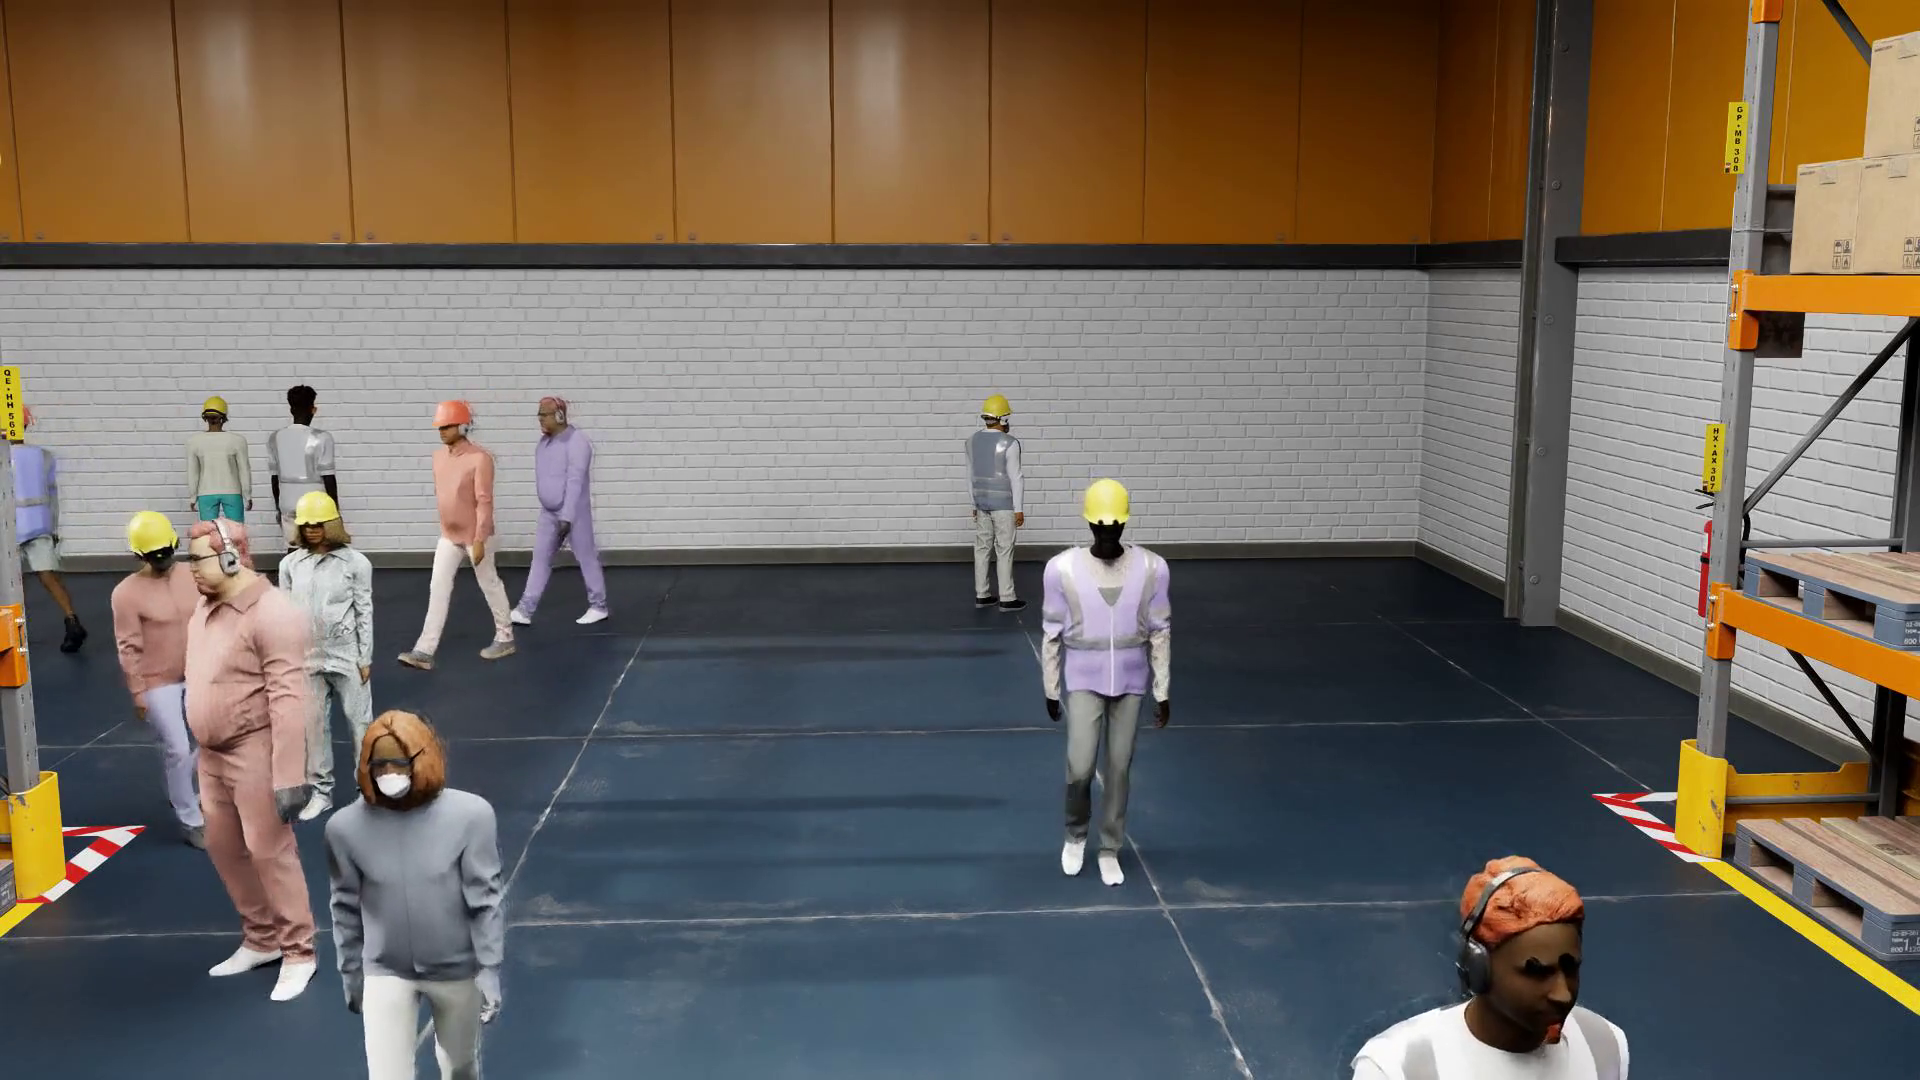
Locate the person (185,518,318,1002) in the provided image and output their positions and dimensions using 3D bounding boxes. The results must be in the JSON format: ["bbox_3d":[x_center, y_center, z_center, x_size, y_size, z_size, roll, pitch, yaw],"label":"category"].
[{"bbox_3d":[-2.815,0.863,6.580,0.727,1.892,0.406,7,11,36],"label":"person"}]

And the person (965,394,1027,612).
[{"bbox_3d":[0.320,-0.314,14.070,0.590,1.837,0.403,8,12,41],"label":"person"}]

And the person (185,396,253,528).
[{"bbox_3d":[-6.577,-0.395,14.799,0.533,1.767,0.326,-3,9,-16],"label":"person"}]

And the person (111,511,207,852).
[{"bbox_3d":[-3.822,0.690,8.094,0.400,1.721,0.578,5,10,27],"label":"person"}]

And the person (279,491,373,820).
[{"bbox_3d":[-3.273,0.606,8.612,0.482,1.737,0.345,0,9,1],"label":"person"}]

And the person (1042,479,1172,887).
[{"bbox_3d":[0.683,0.666,7.690,0.587,1.912,0.417,-1,9,-6],"label":"person"}]

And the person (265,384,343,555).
[{"bbox_3d":[-5.288,-0.275,13.449,0.608,1.958,0.365,3,9,16],"label":"person"}]

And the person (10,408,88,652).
[{"bbox_3d":[-6.978,-0.088,12.483,0.944,1.905,0.556,5,10,30],"label":"person"}]

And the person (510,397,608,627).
[{"bbox_3d":[-3.255,-0.204,13.293,0.671,1.858,0.983,8,12,40],"label":"person"}]

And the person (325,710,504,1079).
[{"bbox_3d":[-1.595,1.262,4.928,0.498,1.595,0.819,-2,9,-11],"label":"person"}]

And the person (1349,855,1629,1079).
[{"bbox_3d":[0.942,1.458,2.993,0.578,1.831,1.035,-2,9,-13],"label":"person"}]

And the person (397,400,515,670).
[{"bbox_3d":[-3.621,-0.039,12.018,0.644,1.937,1.012,5,10,29],"label":"person"}]
